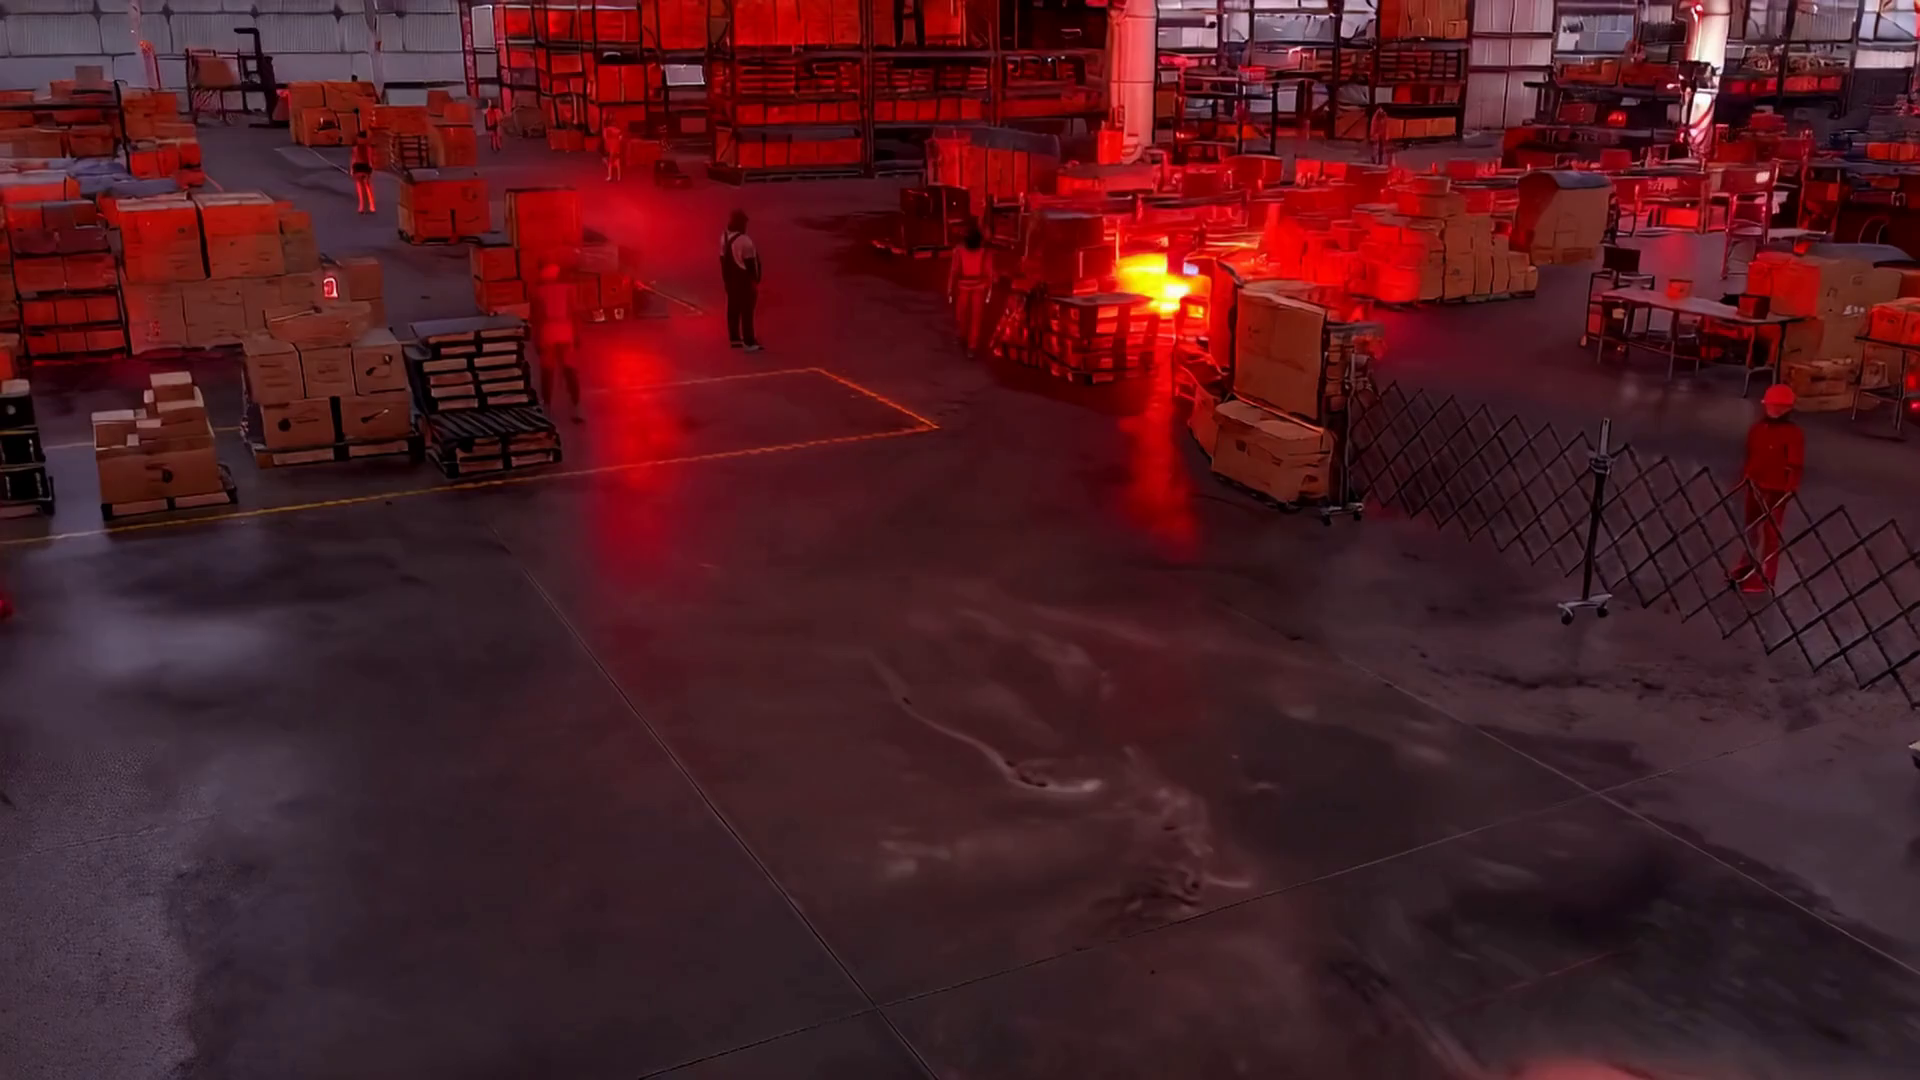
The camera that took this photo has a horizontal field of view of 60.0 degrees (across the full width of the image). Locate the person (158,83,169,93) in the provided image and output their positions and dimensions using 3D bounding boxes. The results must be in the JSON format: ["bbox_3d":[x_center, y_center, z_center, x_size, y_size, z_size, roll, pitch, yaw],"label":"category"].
[{"bbox_3d":[-31.135,-16.993,65.400,0.512,1.897,0.627,1,18,4],"label":"person"}]

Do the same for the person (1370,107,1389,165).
[{"bbox_3d":[12.573,-12.070,50.055,0.395,1.900,0.641,-10,20,-28],"label":"person"}]

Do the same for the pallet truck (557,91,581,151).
[{"bbox_3d":[-13.495,-14.412,57.188,0.823,1.965,1.885,-3,18,-9],"label":"pallet truck"}]

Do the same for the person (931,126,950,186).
[{"bbox_3d":[-0.529,-10.440,45.368,0.539,1.653,0.876,-15,23,-38],"label":"person"}]

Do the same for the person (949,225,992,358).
[{"bbox_3d":[0.155,-3.559,23.592,0.601,1.855,0.737,0,18,0],"label":"person"}]

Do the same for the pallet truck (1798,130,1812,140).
[{"bbox_3d":[25.526,-11.556,49.408,1.630,1.274,0.653,-9,20,-26],"label":"pallet truck"}]

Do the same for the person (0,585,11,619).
[{"bbox_3d":[-7.872,-0.195,13.011,0.431,1.911,0.599,7,19,20],"label":"person"}]

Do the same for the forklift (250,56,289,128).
[{"bbox_3d":[-27.981,-18.207,67.596,1.873,2.768,1.129,-9,20,-26],"label":"forklift"}]

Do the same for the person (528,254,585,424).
[{"bbox_3d":[-4.774,-2.388,19.723,0.611,1.999,1.054,-10,20,-28],"label":"person"}]

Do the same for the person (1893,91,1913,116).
[{"bbox_3d":[32.728,-14.604,57.864,0.614,1.946,0.390,8,19,22],"label":"person"}]

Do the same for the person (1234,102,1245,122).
[{"bbox_3d":[9.959,-15.157,59.861,0.948,1.776,0.625,7,19,20],"label":"person"}]

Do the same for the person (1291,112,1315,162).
[{"bbox_3d":[10.969,-12.805,52.851,0.890,1.580,0.515,8,19,23],"label":"person"}]

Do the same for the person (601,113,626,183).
[{"bbox_3d":[-9.713,-10.983,46.597,0.678,1.939,0.701,9,20,27],"label":"person"}]

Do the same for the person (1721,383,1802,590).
[{"bbox_3d":[6.811,-0.459,14.055,0.300,1.772,0.532,-6,19,-19],"label":"person"}]

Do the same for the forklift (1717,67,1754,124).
[{"bbox_3d":[26.185,-14.586,56.309,1.129,2.768,1.873,-6,19,-18],"label":"forklift"}]

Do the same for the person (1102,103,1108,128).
[{"bbox_3d":[5.153,-14.293,56.985,0.437,1.891,0.648,-14,22,-36],"label":"person"}]

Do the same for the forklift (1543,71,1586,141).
[{"bbox_3d":[18.685,-13.231,52.085,1.873,2.768,1.129,-9,20,-26],"label":"forklift"}]

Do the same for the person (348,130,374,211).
[{"bbox_3d":[-14.484,-8.935,40.236,0.539,1.929,0.394,-14,22,-37],"label":"person"}]

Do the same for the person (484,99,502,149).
[{"bbox_3d":[-16.189,-14.385,57.595,0.533,1.692,0.322,-1,18,-2],"label":"person"}]

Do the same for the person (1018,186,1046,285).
[{"bbox_3d":[1.197,-4.902,27.654,0.409,1.920,0.553,10,20,28],"label":"person"}]

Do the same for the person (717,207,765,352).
[{"bbox_3d":[-3.109,-3.741,23.851,0.676,2.000,0.536,16,24,41],"label":"person"}]

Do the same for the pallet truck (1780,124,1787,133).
[{"bbox_3d":[25.206,-12.542,52.601,1.601,1.201,0.680,0,18,-2],"label":"pallet truck"}]

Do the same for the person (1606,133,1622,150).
[{"bbox_3d":[20.278,-12.541,51.643,0.730,1.806,0.611,-11,21,-31],"label":"person"}]
